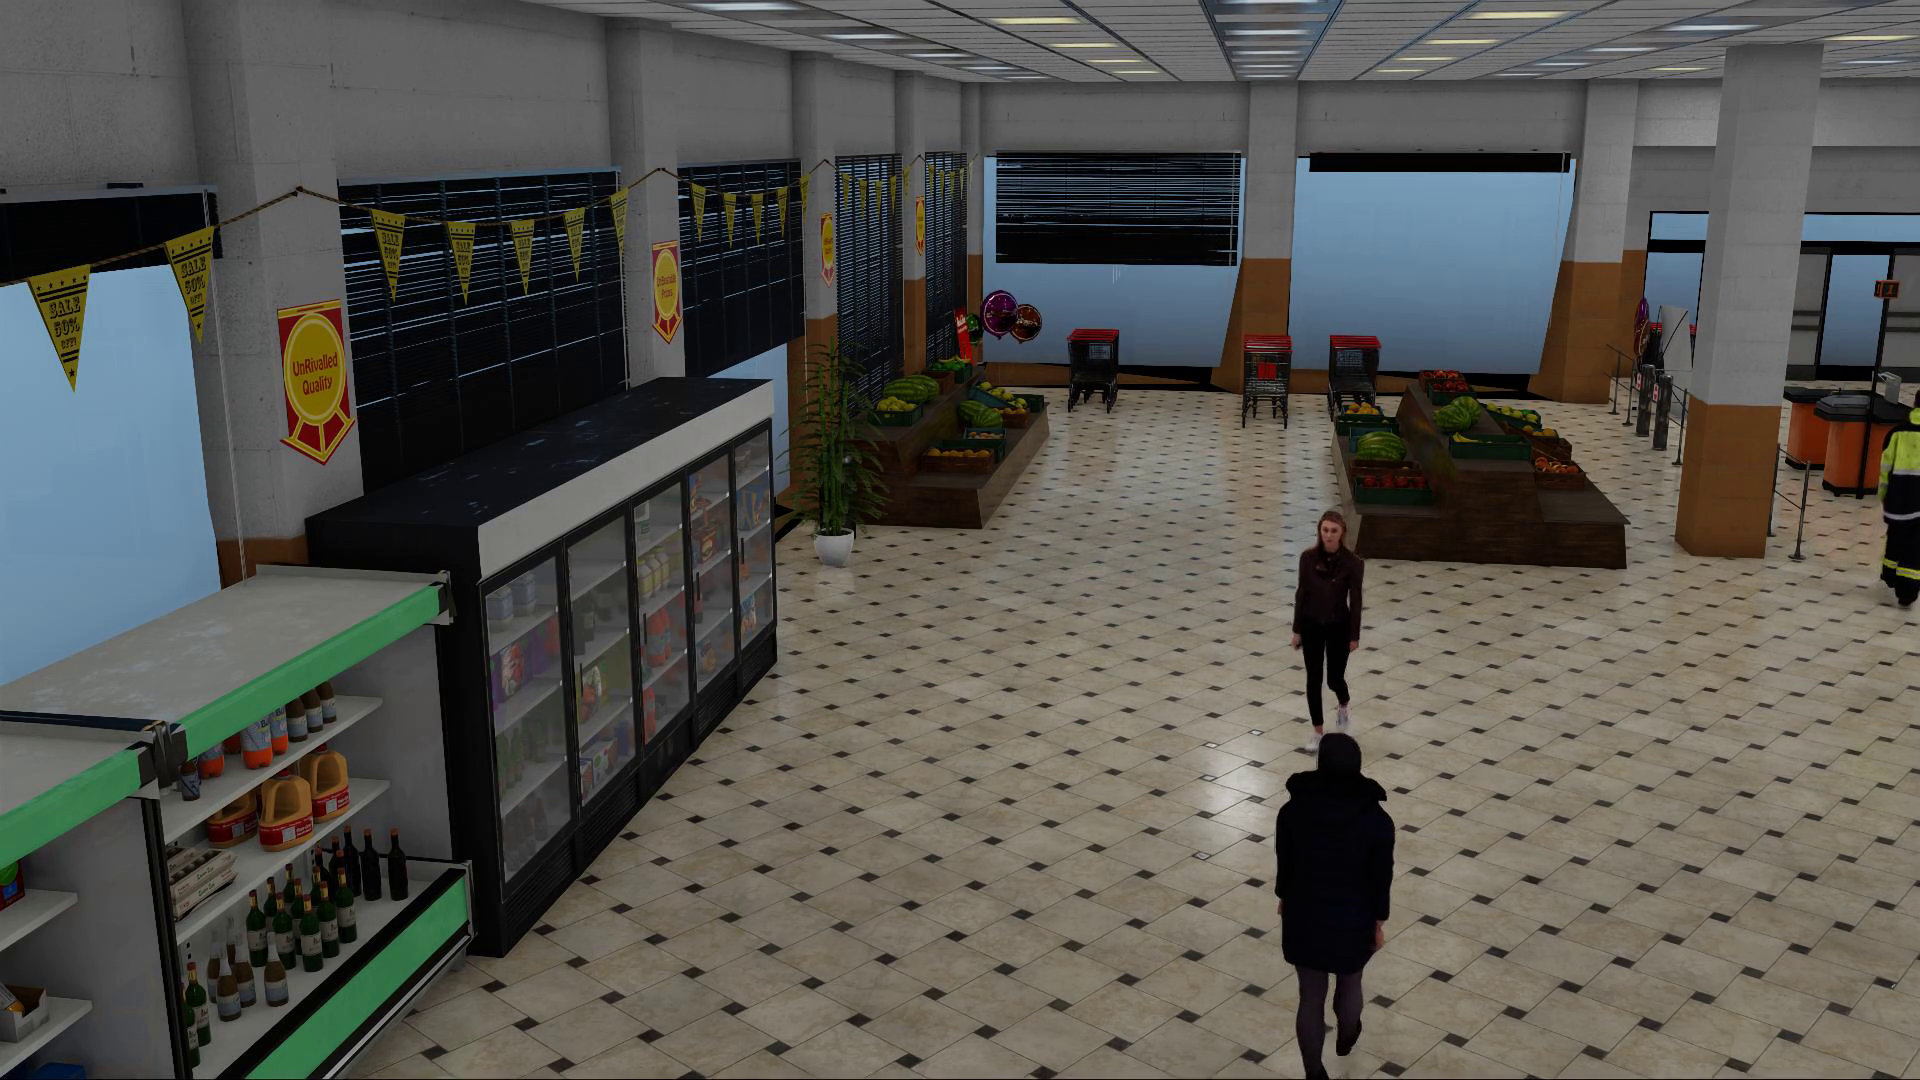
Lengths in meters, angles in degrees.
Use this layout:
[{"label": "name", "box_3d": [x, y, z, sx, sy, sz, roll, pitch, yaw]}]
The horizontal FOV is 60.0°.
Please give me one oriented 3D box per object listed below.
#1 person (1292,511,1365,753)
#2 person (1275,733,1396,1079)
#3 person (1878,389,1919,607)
[{"label": "person", "box_3d": [2.548, 0.609, 11.456, 0.746, 1.689, 0.846, 8, 16, 29]}, {"label": "person", "box_3d": [1.589, 1.660, 7.196, 0.757, 1.655, 0.933, 5, 14, 19]}, {"label": "person", "box_3d": [8.602, -0.364, 14.958, 1.080, 1.929, 1.314, 9, 16, 32]}]
